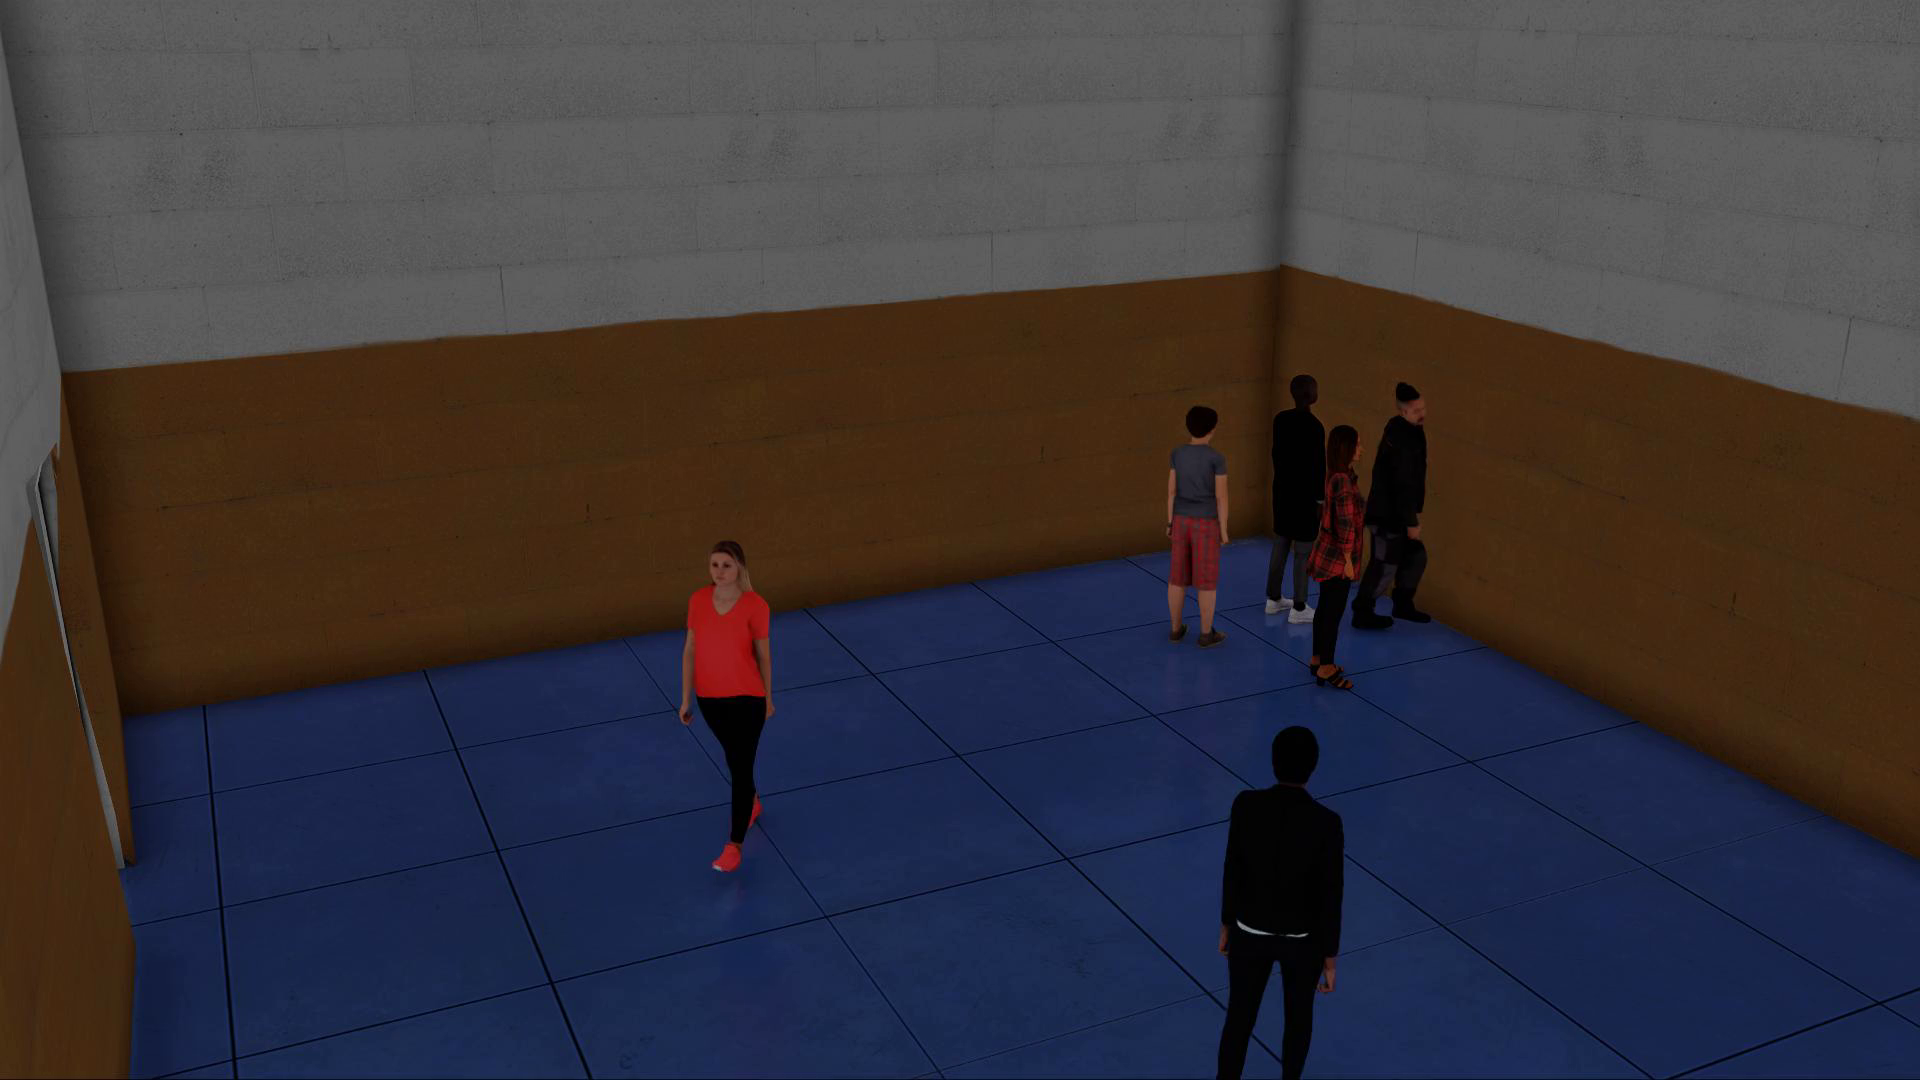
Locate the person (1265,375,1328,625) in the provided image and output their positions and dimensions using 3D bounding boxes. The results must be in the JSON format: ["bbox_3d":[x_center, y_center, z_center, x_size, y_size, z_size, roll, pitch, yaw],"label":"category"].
[{"bbox_3d":[2.352,-0.297,11.648,0.583,1.761,0.664,-11,22,-29],"label":"person"}]

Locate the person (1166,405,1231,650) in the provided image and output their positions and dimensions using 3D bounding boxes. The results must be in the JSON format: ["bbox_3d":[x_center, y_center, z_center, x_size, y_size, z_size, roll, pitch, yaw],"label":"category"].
[{"bbox_3d":[1.584,-0.088,11.179,0.681,1.650,0.702,11,22,30],"label":"person"}]

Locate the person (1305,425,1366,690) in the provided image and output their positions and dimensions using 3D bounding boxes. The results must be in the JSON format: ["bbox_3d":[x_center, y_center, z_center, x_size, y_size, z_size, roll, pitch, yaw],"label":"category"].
[{"bbox_3d":[2.394,0.098,10.565,0.698,1.704,0.694,1,19,2],"label":"person"}]

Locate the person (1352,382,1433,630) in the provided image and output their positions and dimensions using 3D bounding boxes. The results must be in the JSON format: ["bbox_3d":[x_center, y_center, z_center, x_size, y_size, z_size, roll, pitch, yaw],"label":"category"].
[{"bbox_3d":[2.920,-0.237,11.353,1.044,1.811,0.971,4,19,11],"label":"person"}]

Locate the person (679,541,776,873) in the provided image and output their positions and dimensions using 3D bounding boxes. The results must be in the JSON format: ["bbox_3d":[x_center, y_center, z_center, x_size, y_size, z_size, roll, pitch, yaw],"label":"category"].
[{"bbox_3d":[-1.142,0.792,8.582,1.032,1.654,1.084,6,20,18],"label":"person"}]

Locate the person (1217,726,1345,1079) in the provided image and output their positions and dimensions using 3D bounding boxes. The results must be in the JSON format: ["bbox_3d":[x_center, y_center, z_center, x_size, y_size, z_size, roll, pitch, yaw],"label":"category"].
[{"bbox_3d":[1.134,1.548,6.094,1.031,1.812,1.119,8,20,22],"label":"person"}]
